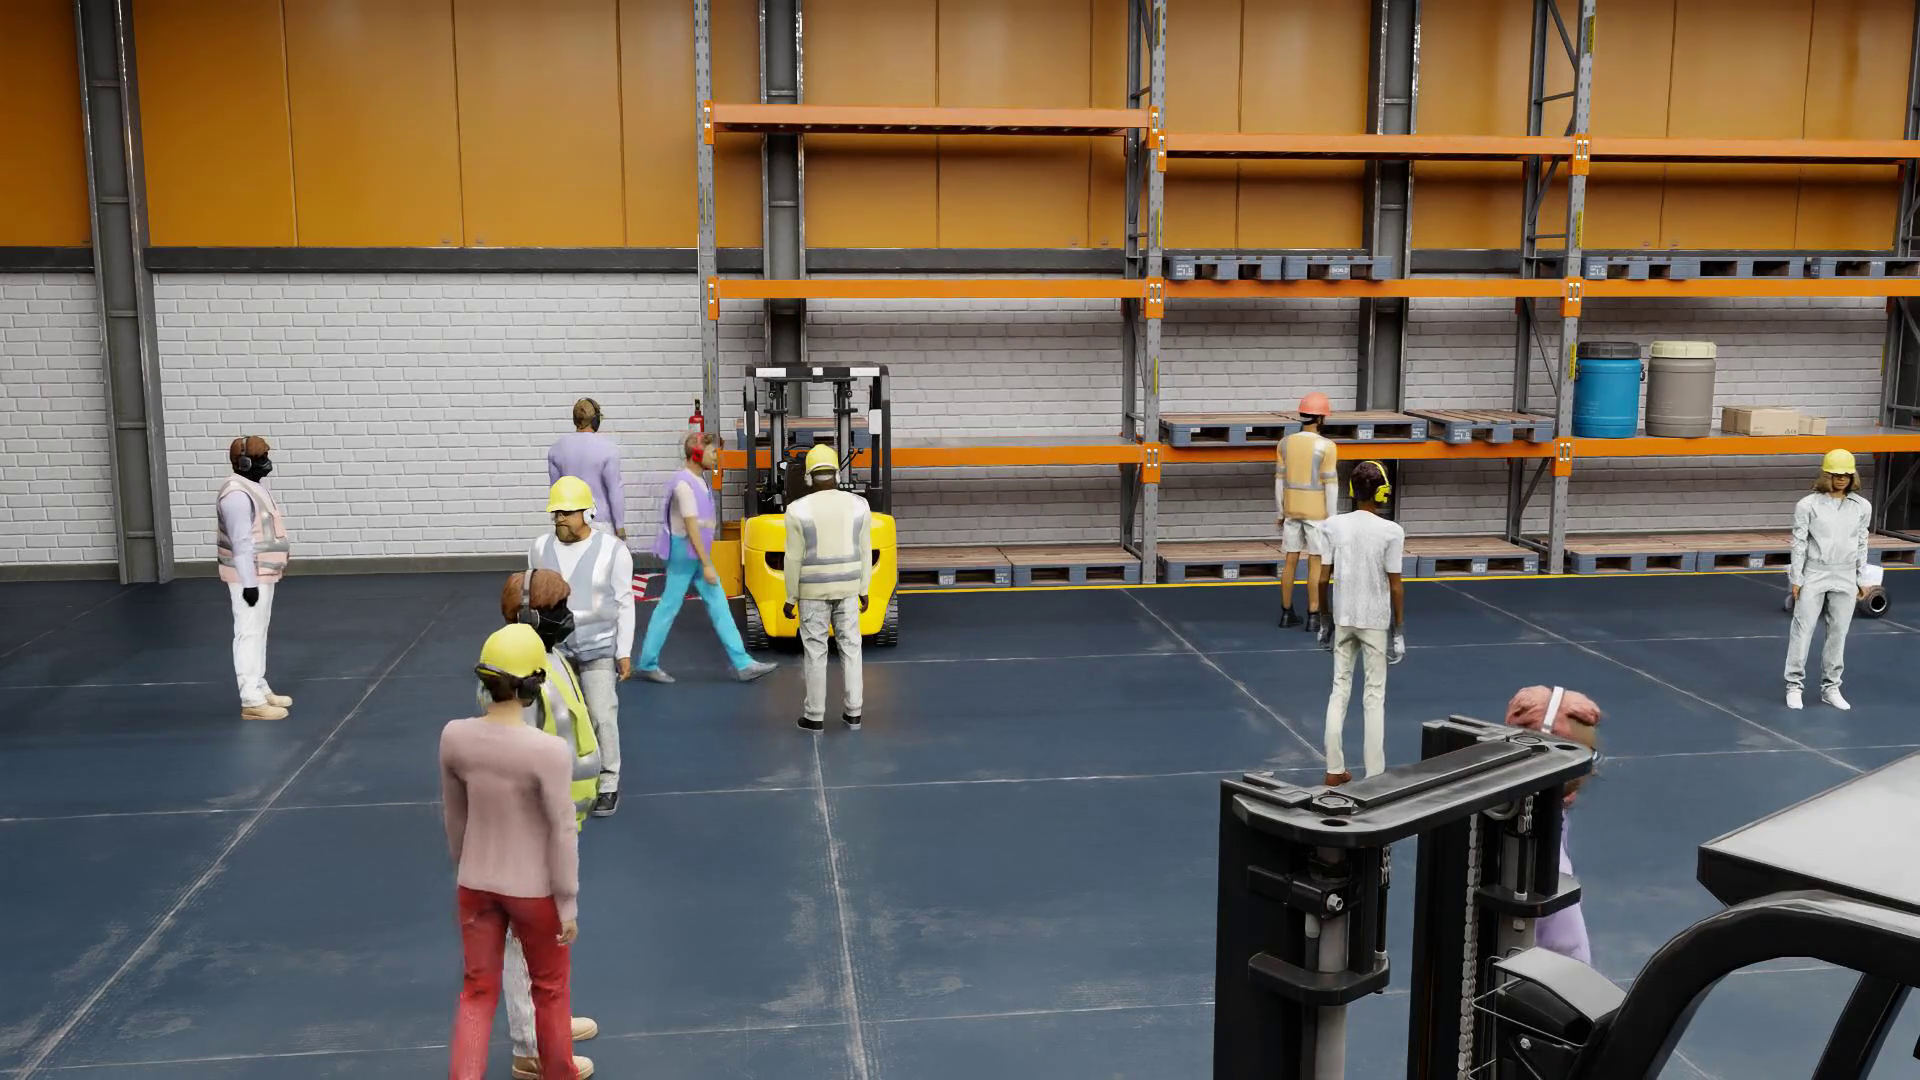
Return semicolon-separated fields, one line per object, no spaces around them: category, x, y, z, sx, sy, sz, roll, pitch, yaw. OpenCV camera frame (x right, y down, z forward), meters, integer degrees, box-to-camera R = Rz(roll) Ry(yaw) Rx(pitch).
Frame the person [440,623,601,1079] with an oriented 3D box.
person;-1.493;1.156;5.536;0.538;1.766;0.690;3;10;19

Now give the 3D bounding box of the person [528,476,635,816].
person;-2.031;0.565;8.840;0.599;1.830;0.403;1;9;8

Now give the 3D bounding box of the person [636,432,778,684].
person;-1.827;0.140;11.643;1.024;1.781;0.579;2;9;10

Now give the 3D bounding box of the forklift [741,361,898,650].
forklift;-1.154;-0.340;13.365;1.214;2.155;2.313;-1;9;-7

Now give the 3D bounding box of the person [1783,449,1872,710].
person;5.751;0.264;10.999;0.492;1.742;0.318;1;9;4

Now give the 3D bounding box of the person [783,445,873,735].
person;-0.838;0.313;10.450;0.587;1.822;0.403;-4;10;-25

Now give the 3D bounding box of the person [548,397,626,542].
person;-2.860;-0.131;12.855;0.627;1.941;0.371;3;10;19

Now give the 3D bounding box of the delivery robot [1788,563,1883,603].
delivery robot;7.400;0.318;14.066;0.707;0.478;0.477;-1;9;-8

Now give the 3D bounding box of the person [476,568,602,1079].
person;-1.514;1.011;6.034;0.430;1.845;0.621;-1;9;-6

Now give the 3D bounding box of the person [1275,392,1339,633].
person;2.822;-0.226;13.458;0.551;1.934;0.373;9;13;43

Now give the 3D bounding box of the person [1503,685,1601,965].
person;1.344;1.272;4.330;0.546;1.876;0.856;3;9;16

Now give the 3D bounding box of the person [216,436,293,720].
person;-4.592;0.239;10.851;0.430;1.845;0.624;-2;9;-13

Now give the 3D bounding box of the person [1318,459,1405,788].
person;2.232;0.483;9.236;0.521;1.870;0.319;8;12;40

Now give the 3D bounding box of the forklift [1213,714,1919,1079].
forklift;1.441;1.425;2.350;1.214;2.155;2.313;-7;12;-39
